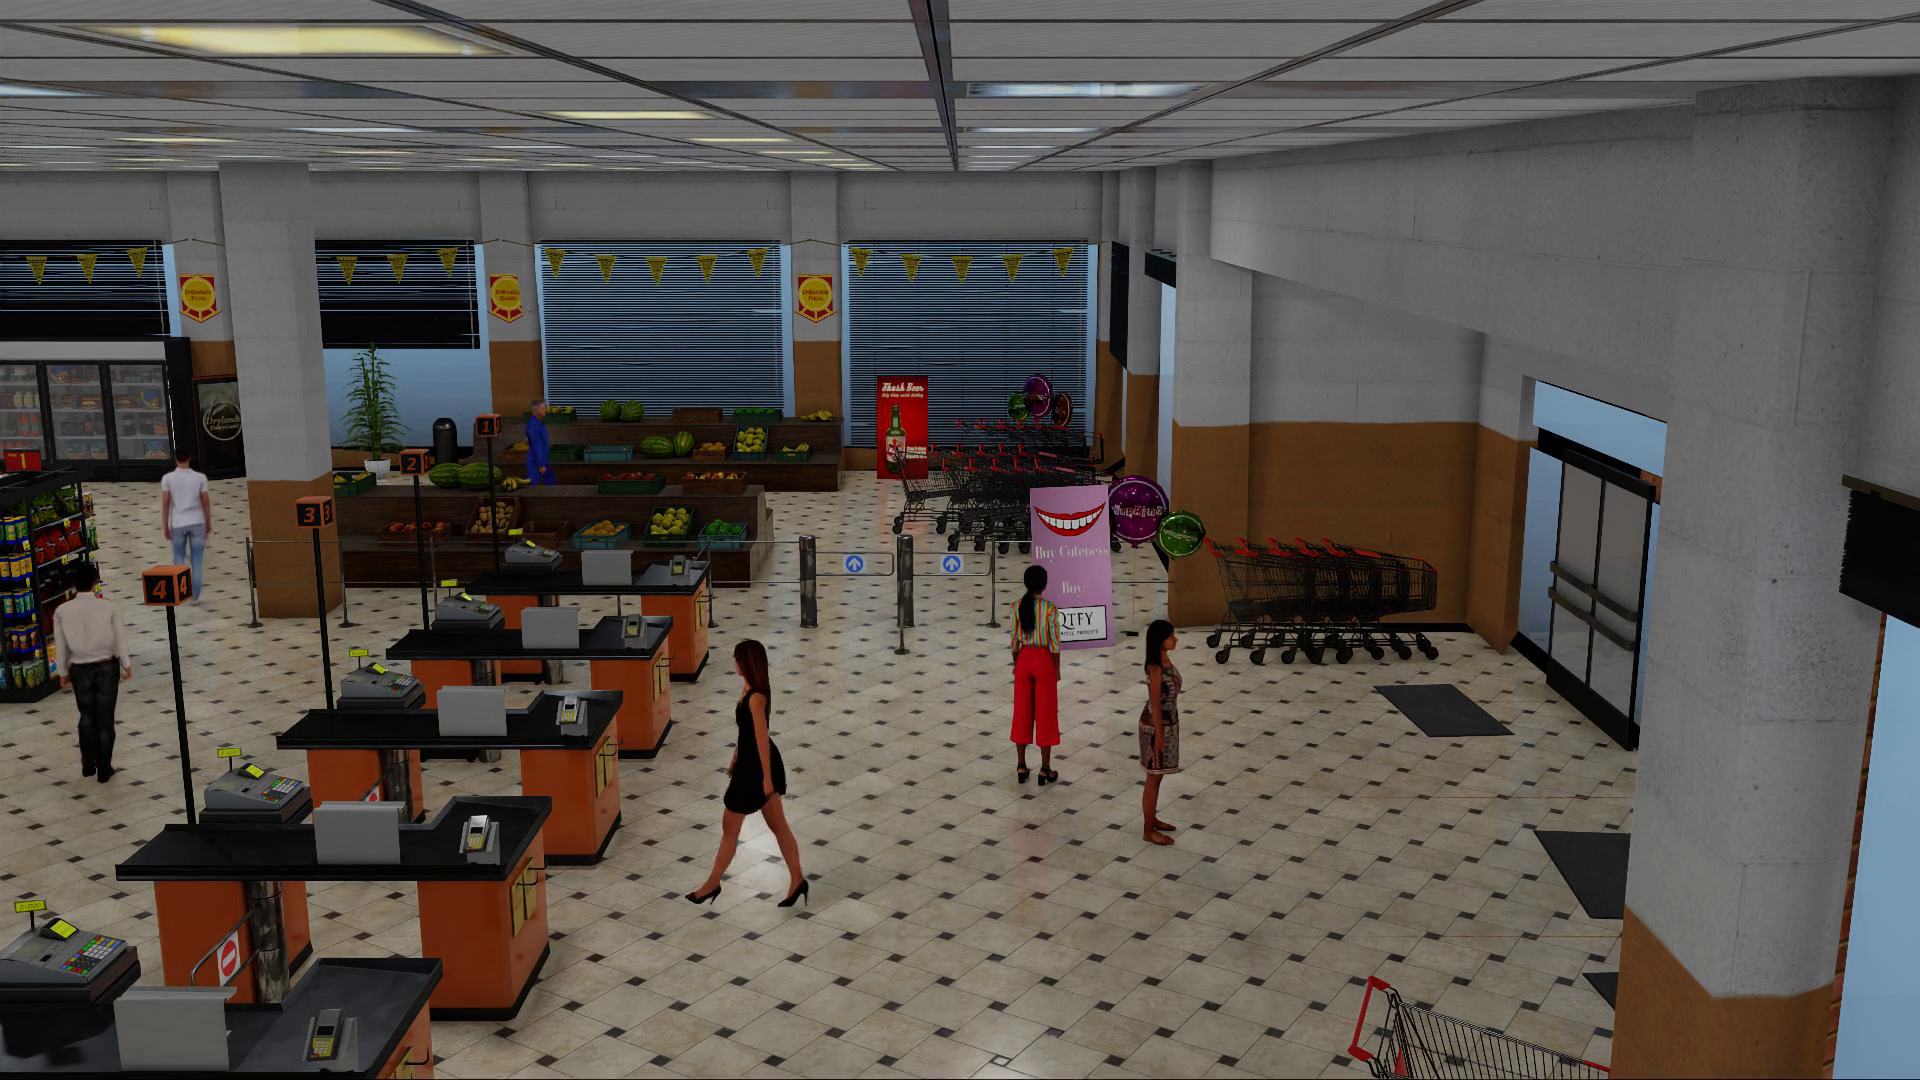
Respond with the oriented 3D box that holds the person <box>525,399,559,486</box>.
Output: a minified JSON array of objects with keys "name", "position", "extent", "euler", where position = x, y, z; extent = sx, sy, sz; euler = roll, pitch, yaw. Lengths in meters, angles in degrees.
[{"name":"person","position":[-6.077,-1.068,23.526],"extent":[1.194,1.780,0.768],"euler":[-1,12,-3]}]

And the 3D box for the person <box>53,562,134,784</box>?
[{"name":"person","position":[-6.910,1.086,13.250],"extent":[0.756,1.799,0.826],"euler":[-3,12,-16]}]

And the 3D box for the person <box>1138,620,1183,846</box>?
[{"name":"person","position":[1.455,1.396,12.213],"extent":[0.606,1.619,0.695],"euler":[3,12,13]}]

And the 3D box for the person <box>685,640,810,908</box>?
[{"name":"person","position":[-1.223,1.573,10.950],"extent":[1.070,1.793,0.693],"euler":[-2,12,-12]}]

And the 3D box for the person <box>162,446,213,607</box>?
[{"name":"person","position":[-8.805,-0.139,18.989],"extent":[0.698,1.832,0.807],"euler":[-5,13,-21]}]

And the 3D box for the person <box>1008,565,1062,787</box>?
[{"name":"person","position":[0.603,1.073,13.323],"extent":[0.588,1.793,0.722],"euler":[5,13,21]}]
